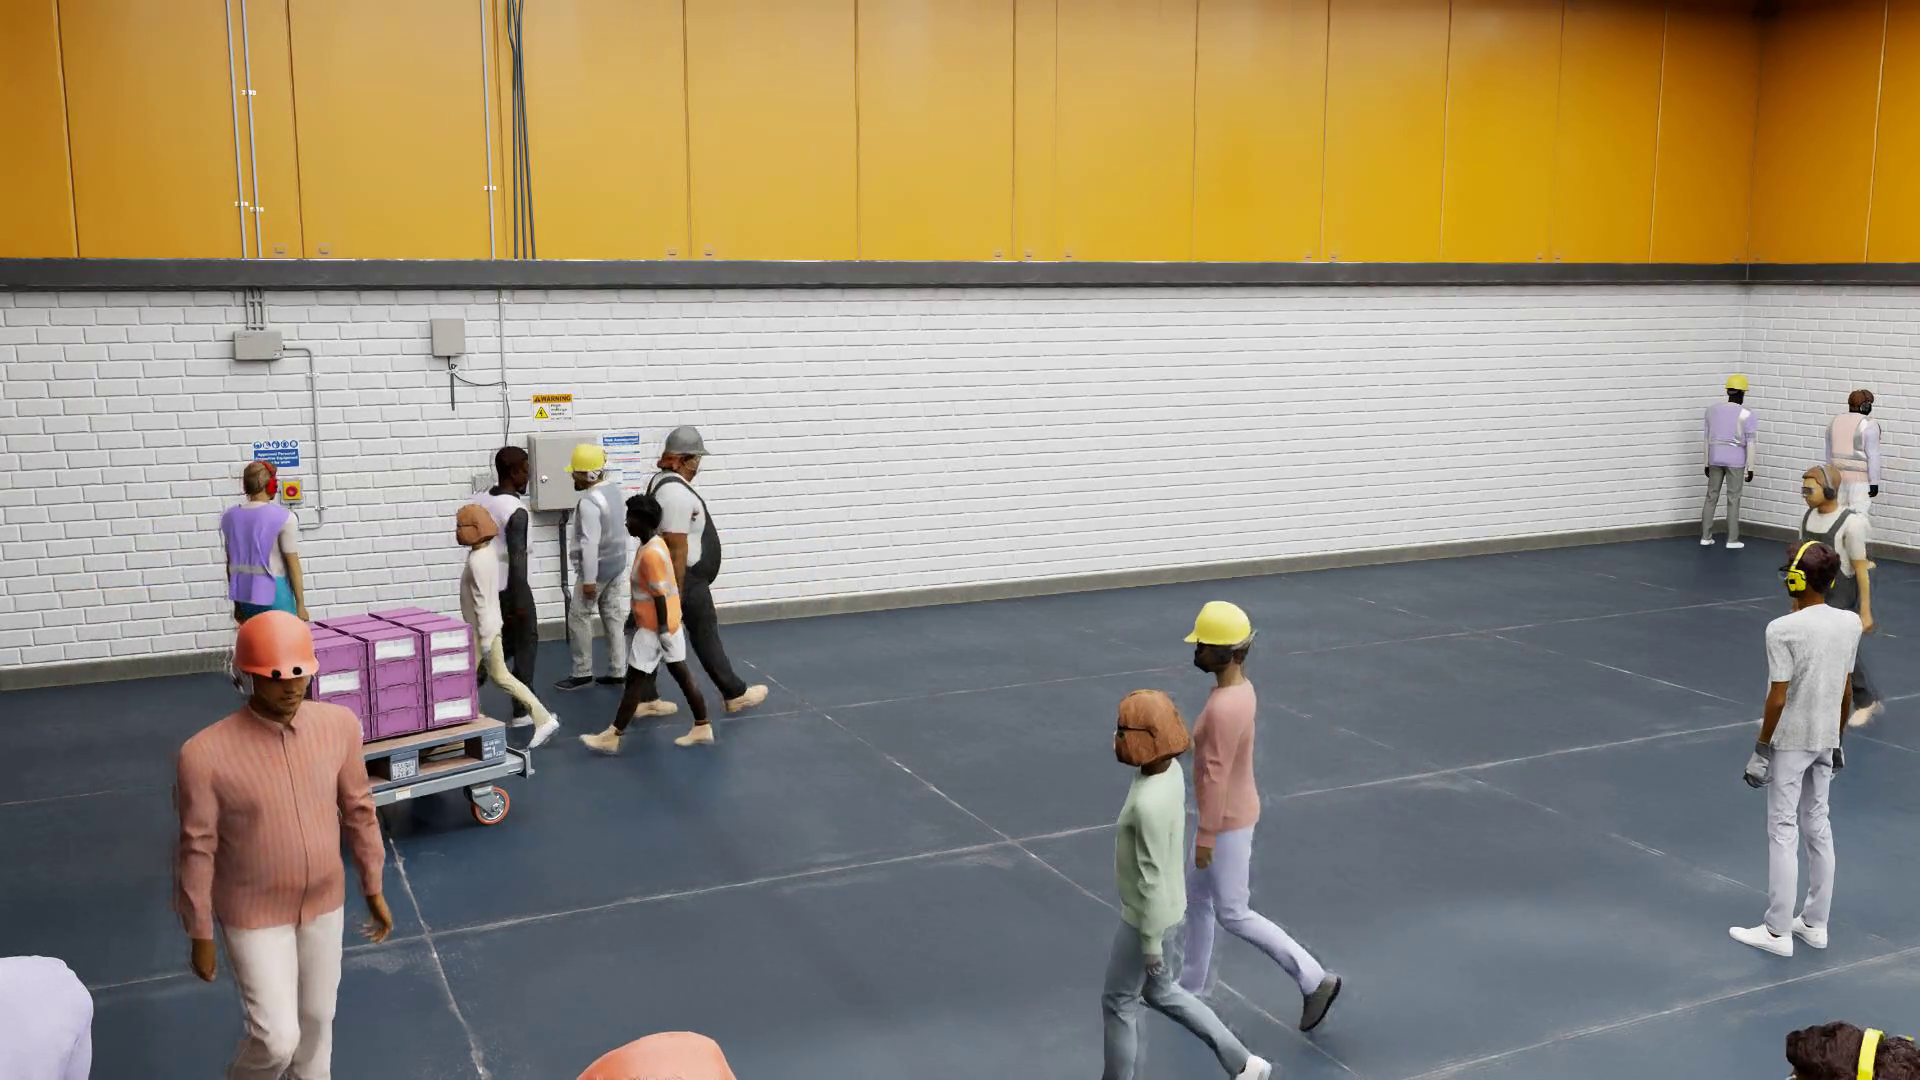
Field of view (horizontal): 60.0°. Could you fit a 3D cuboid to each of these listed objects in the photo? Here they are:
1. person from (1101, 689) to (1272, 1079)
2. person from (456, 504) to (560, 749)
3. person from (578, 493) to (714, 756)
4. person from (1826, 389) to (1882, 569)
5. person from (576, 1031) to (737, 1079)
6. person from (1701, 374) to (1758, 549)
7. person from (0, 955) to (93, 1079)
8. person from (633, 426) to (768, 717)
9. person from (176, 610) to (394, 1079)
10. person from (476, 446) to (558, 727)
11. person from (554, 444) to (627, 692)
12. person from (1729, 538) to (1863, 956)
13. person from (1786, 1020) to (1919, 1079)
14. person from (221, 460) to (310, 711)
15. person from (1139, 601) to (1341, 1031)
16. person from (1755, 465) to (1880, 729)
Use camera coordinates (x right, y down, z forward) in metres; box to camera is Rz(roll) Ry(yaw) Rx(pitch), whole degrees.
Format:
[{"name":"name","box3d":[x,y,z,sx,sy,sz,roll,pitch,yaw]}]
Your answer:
[{"name":"person","box3d":[0.714,1.305,5.792,0.681,1.615,0.505,3,10,17]},{"name":"person","box3d":[-2.953,0.562,10.430,0.793,1.600,0.515,-1,9,-6]},{"name":"person","box3d":[-1.965,0.526,10.483,0.856,1.646,0.545,-1,9,-7]},{"name":"person","box3d":[9.172,-0.624,17.057,0.429,1.844,0.625,-3,10,-19]},{"name":"person","box3d":[-0.417,1.662,2.310,0.395,2.032,0.606,-4,10,-24]},{"name":"person","box3d":[8.471,-0.864,18.324,0.405,1.918,0.582,-8,12,-40]},{"name":"person","box3d":[-2.018,1.537,3.353,0.372,1.940,0.630,3,10,16]},{"name":"person","box3d":[-1.819,0.195,11.358,0.978,2.000,0.692,-4,10,-26]},{"name":"person","box3d":[-2.165,1.191,5.387,0.433,1.980,0.631,7,11,35]},{"name":"person","box3d":[-3.031,0.324,10.988,0.602,1.898,0.599,-8,12,-39]},{"name":"person","box3d":[-2.662,0.201,12.044,0.515,1.807,0.671,2,9,11]},{"name":"person","box3d":[3.732,0.917,7.409,0.512,1.873,0.328,-4,10,-21]},{"name":"person","box3d":[1.557,1.686,2.776,0.927,1.834,0.528,9,12,43]},{"name":"person","box3d":[-4.502,0.403,10.723,0.592,1.826,0.483,3,10,20]},{"name":"person","box3d":[1.132,1.107,6.625,0.758,1.747,0.523,2,9,13]},{"name":"person","box3d":[5.750,0.398,10.903,0.976,1.795,0.564,-2,9,-10]}]
